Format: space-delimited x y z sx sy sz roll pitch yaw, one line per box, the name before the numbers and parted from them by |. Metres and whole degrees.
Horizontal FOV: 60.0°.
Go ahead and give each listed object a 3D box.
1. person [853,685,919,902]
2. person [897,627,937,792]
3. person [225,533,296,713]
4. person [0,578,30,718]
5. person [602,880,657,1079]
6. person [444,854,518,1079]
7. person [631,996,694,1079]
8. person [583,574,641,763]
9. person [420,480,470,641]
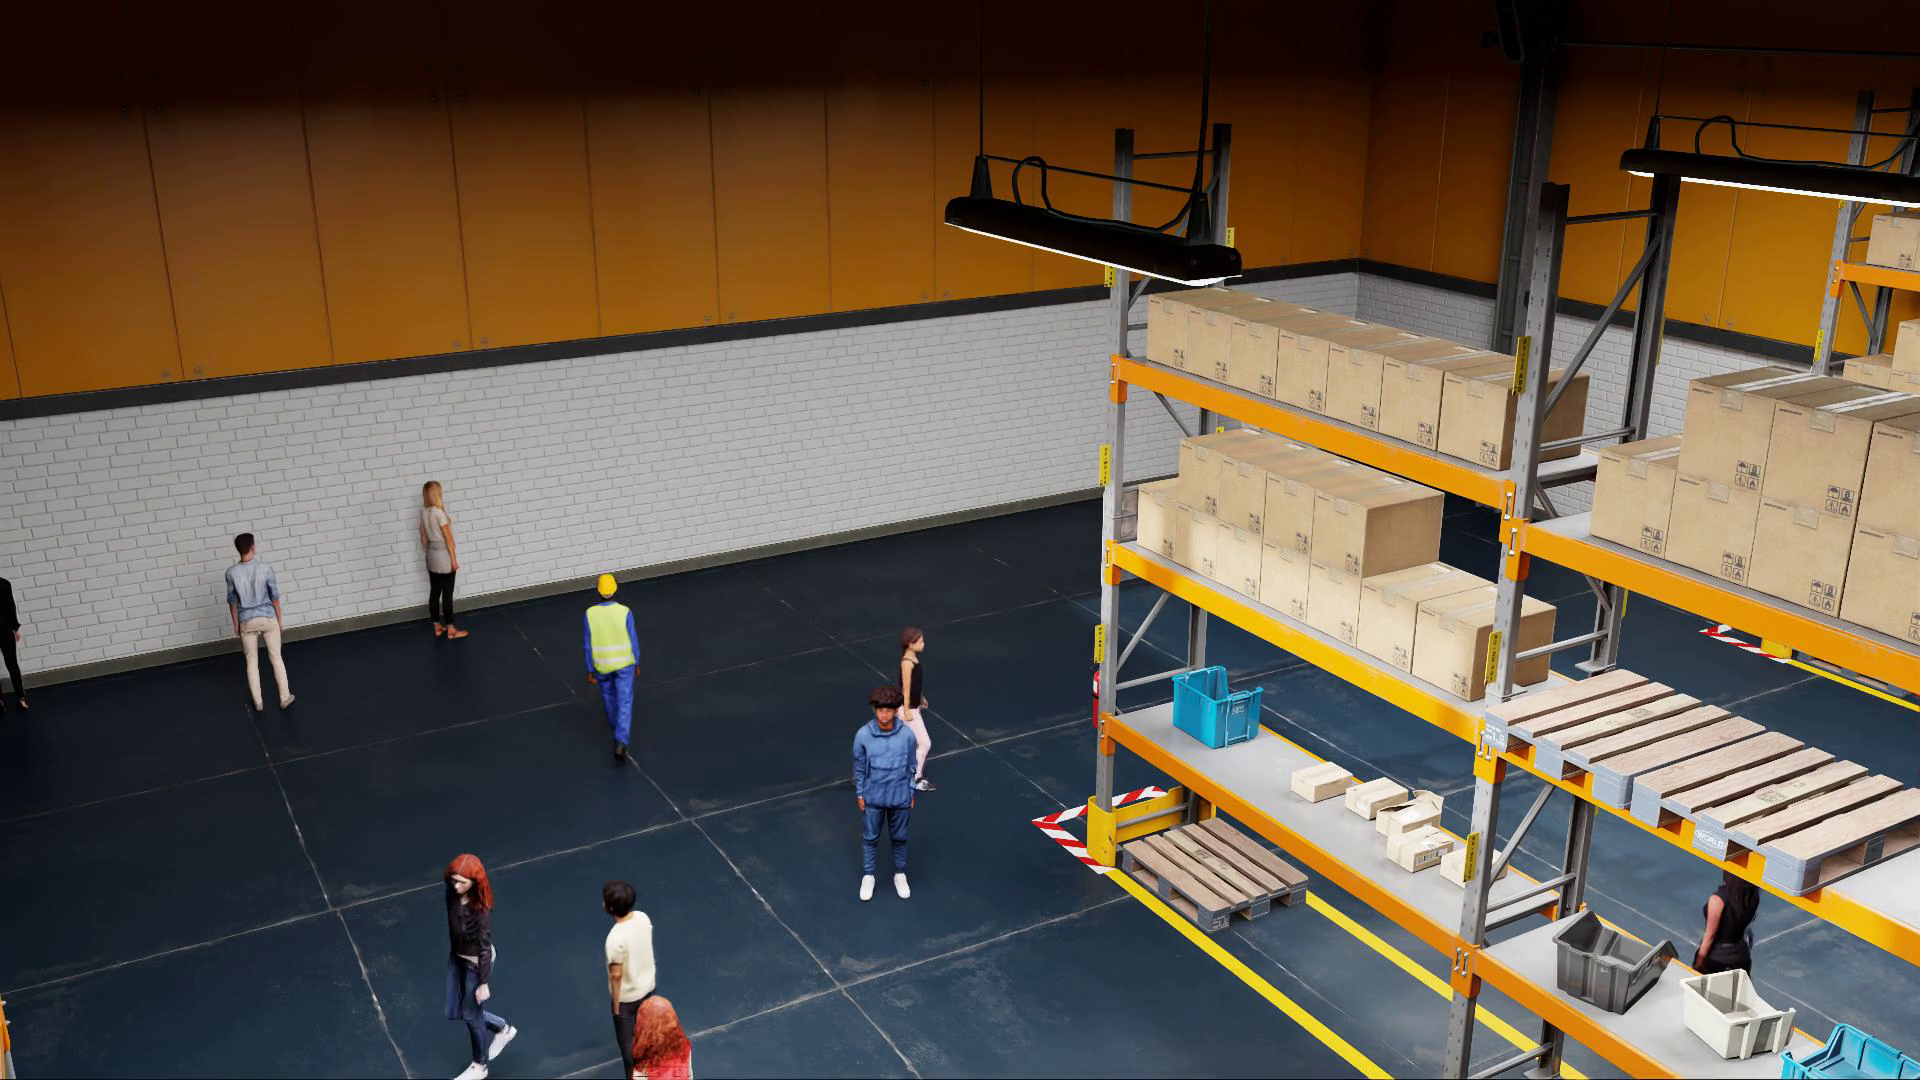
person | -0.591 1.995 13.276 0.750 1.810 0.721 -1 19 -4
person | -0.503 1.525 15.068 0.735 1.557 0.668 1 19 4
person | -7.061 0.818 16.715 0.706 1.848 0.651 -4 19 -13
person | -9.618 0.939 16.576 0.617 1.706 0.539 -9 21 -25
person | -2.119 2.938 10.844 0.714 1.577 0.682 9 20 24
person | -3.128 2.802 10.953 0.788 1.763 0.820 17 25 41
person | -1.559 3.377 9.170 0.763 1.812 0.738 14 23 36
person | -3.259 1.209 15.642 0.980 1.792 1.254 -2 19 -6
person | -5.804 0.215 18.537 0.631 1.826 0.746 11 21 29
